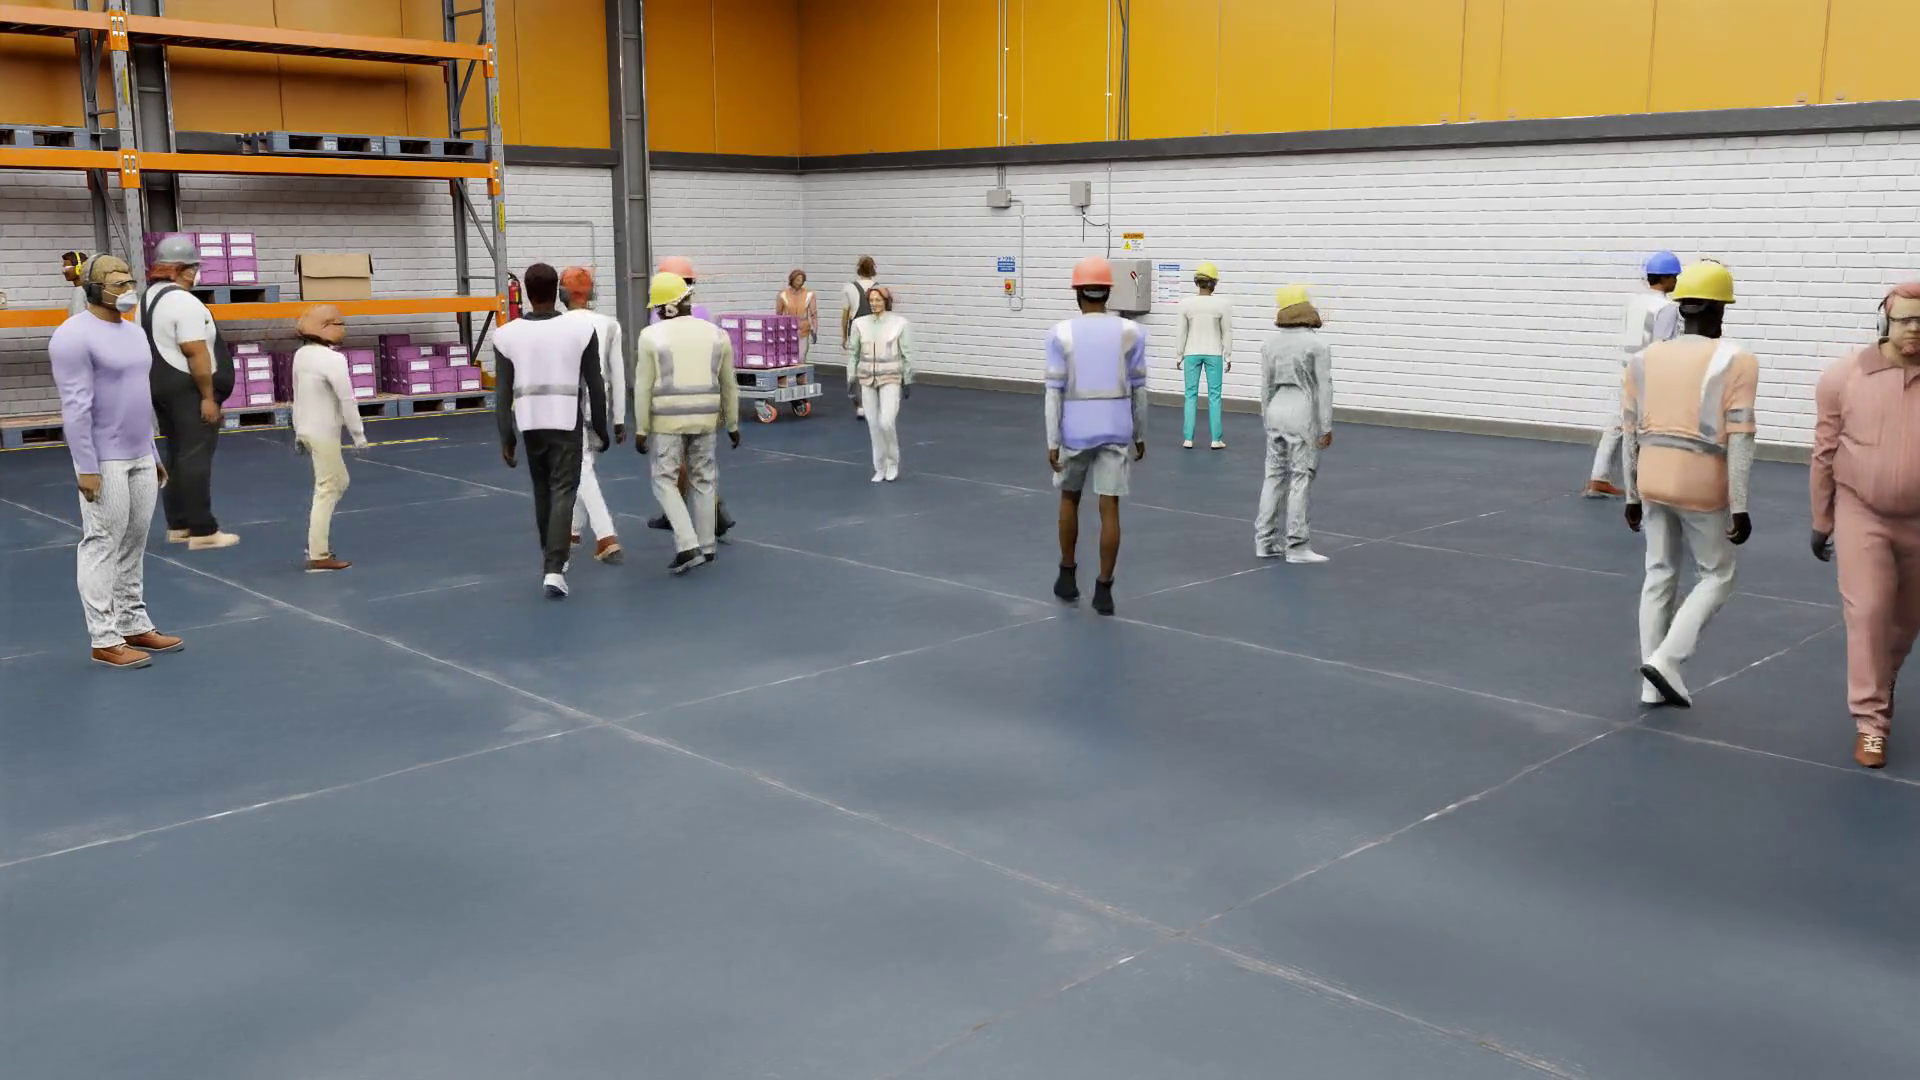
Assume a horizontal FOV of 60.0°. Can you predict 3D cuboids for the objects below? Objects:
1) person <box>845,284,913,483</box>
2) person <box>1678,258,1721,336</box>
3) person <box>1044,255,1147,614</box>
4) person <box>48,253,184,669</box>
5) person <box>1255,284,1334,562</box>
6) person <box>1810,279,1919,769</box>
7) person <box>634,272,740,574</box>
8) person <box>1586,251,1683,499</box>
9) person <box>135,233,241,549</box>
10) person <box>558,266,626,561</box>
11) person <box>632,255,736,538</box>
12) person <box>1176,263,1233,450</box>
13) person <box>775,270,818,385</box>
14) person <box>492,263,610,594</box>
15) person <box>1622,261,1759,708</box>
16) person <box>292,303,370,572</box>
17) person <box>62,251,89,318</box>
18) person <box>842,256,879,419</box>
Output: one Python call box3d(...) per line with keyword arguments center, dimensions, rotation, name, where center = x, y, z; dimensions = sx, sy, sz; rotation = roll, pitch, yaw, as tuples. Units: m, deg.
box3d(center=(-0.669, -1.267, 13.579), dimensions=(0.527, 1.622, 0.398), rotation=(4, 11, 20), name="person")
box3d(center=(5.822, -1.315, 13.267), dimensions=(0.438, 1.845, 0.802), rotation=(7, 12, 33), name="person")
box3d(center=(0.737, -0.583, 9.095), dimensions=(0.572, 1.908, 0.771), rotation=(0, 10, 1), name="person")
box3d(center=(-3.984, -0.375, 7.865), dimensions=(0.370, 1.940, 0.627), rotation=(1, 10, 4), name="person")
box3d(center=(2.053, -0.703, 10.272), dimensions=(0.351, 1.722, 0.524), rotation=(-9, 14, -40), name="person")
box3d(center=(3.727, -0.104, 6.625), dimensions=(0.645, 1.871, 0.953), rotation=(4, 11, 21), name="person")
box3d(center=(-1.621, -0.695, 9.978), dimensions=(0.693, 1.804, 0.470), rotation=(-6, 12, -32), name="person")
box3d(center=(5.299, -1.240, 12.704), dimensions=(0.913, 1.914, 0.628), rotation=(-2, 11, -8), name="person")
box3d(center=(-5.001, -0.971, 10.837), dimensions=(0.688, 2.000, 0.536), rotation=(9, 14, 40), name="person")
box3d(center=(-2.381, -0.798, 10.473), dimensions=(0.579, 1.847, 0.982), rotation=(-9, 14, -41), name="person")
box3d(center=(-1.817, -0.942, 11.106), dimensions=(0.892, 1.902, 0.552), rotation=(7, 13, 34), name="person")
box3d(center=(2.315, -1.737, 15.782), dimensions=(0.533, 1.762, 0.328), rotation=(3, 11, 14), name="person")
box3d(center=(-2.080, -2.608, 20.998), dimensions=(0.559, 1.591, 0.870), rotation=(-2, 11, -12), name="person")
box3d(center=(-2.348, -0.645, 9.538), dimensions=(0.595, 1.875, 1.000), rotation=(0, 10, 0), name="person")
box3d(center=(3.079, -0.213, 7.043), dimensions=(0.451, 1.912, 0.614), rotation=(-7, 13, -34), name="person")
box3d(center=(-3.824, -0.611, 10.041), dimensions=(0.402, 1.618, 0.505), rotation=(-10, 14, -44), name="person")
box3d(center=(-8.239, -1.769, 15.660), dimensions=(0.326, 1.872, 0.518), rotation=(-9, 14, -42), name="person")
box3d(center=(-1.049, -2.252, 18.488), dimensions=(0.511, 1.806, 0.959), rotation=(-1, 10, -7), name="person")
